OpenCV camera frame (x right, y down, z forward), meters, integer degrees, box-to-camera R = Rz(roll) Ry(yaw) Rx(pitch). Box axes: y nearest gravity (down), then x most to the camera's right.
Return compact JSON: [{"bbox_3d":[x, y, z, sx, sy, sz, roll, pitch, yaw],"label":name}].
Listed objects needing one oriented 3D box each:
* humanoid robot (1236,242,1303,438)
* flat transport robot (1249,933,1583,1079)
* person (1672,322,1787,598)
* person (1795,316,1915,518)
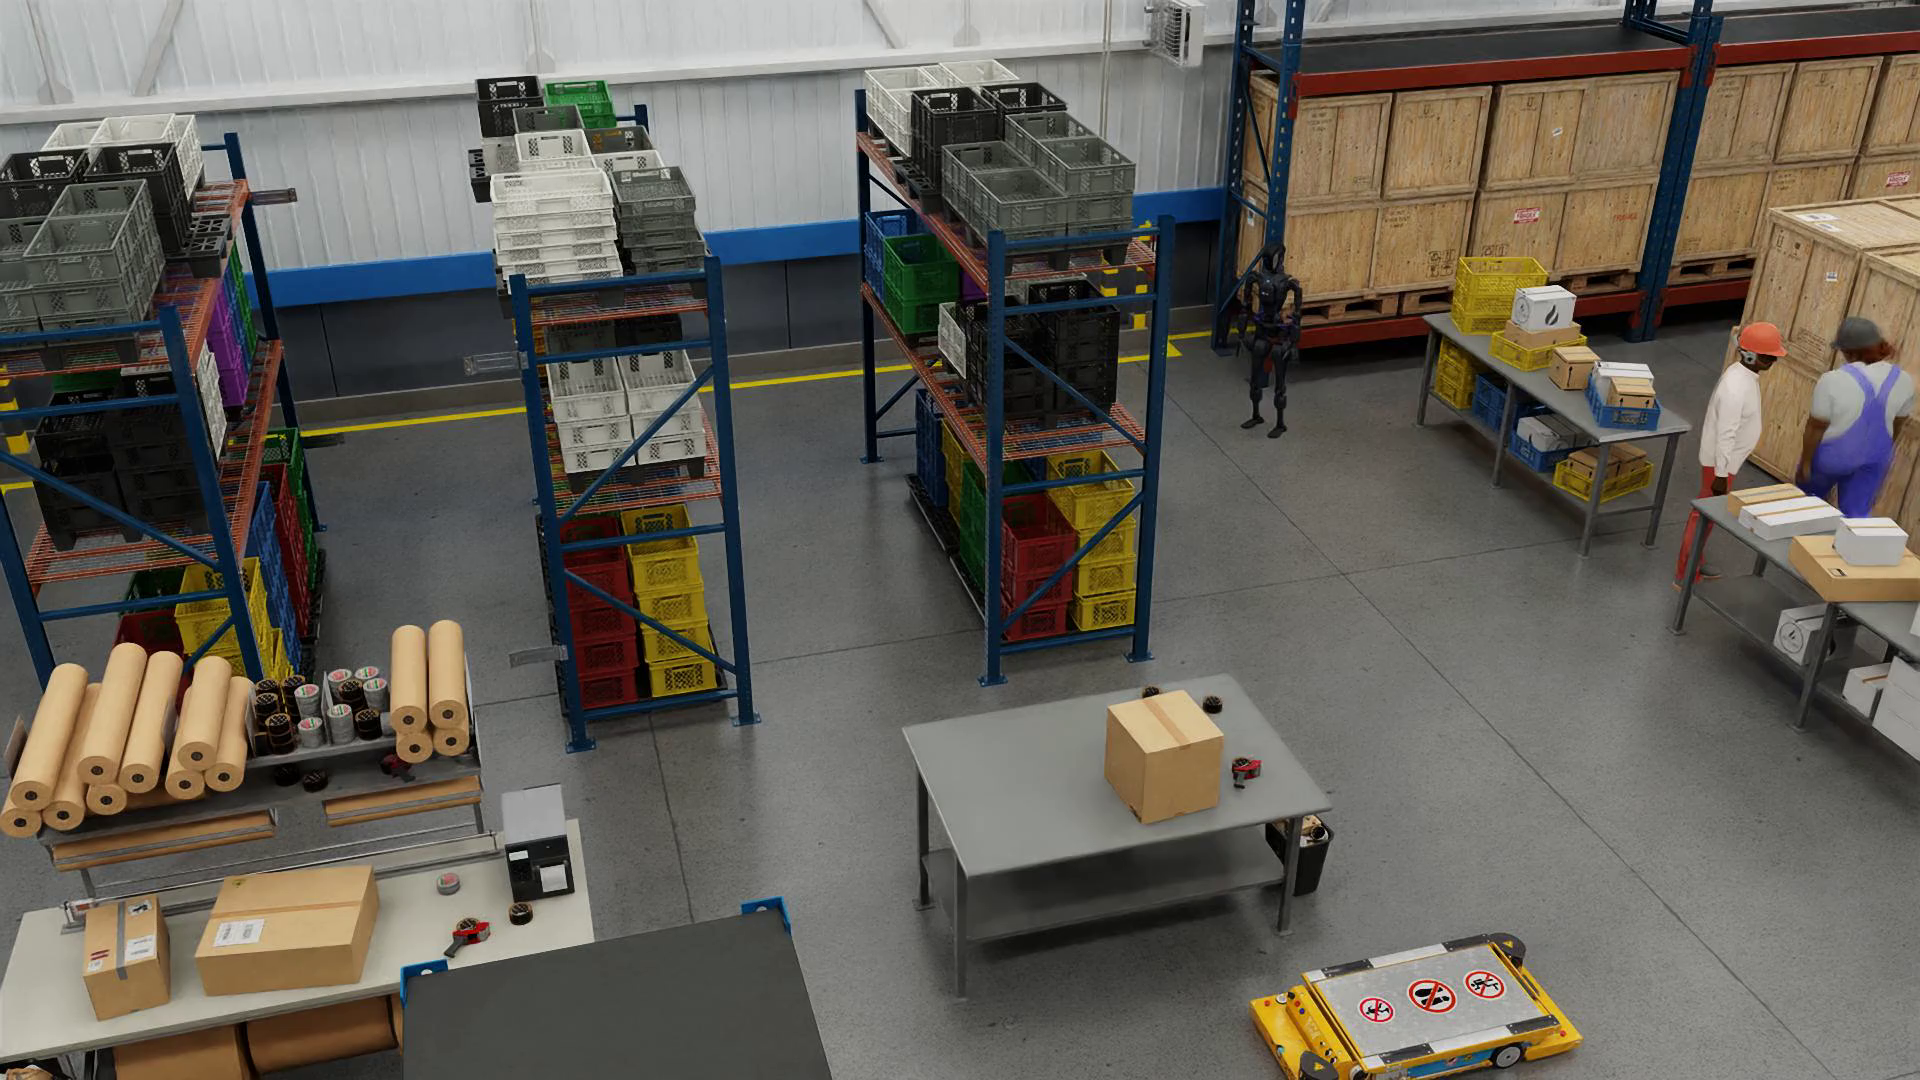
[{"bbox_3d":[2.560,-1.657,13.714,0.592,1.648,0.329,21,35,33],"label":"humanoid robot"},{"bbox_3d":[2.184,2.282,7.980,1.431,0.197,0.652,-8,30,-14],"label":"flat transport robot"},{"bbox_3d":[5.255,-0.556,11.383,0.394,1.991,0.621,15,32,25],"label":"person"},{"bbox_3d":[6.109,-0.661,11.526,0.707,2.000,1.021,1,29,1],"label":"person"}]
